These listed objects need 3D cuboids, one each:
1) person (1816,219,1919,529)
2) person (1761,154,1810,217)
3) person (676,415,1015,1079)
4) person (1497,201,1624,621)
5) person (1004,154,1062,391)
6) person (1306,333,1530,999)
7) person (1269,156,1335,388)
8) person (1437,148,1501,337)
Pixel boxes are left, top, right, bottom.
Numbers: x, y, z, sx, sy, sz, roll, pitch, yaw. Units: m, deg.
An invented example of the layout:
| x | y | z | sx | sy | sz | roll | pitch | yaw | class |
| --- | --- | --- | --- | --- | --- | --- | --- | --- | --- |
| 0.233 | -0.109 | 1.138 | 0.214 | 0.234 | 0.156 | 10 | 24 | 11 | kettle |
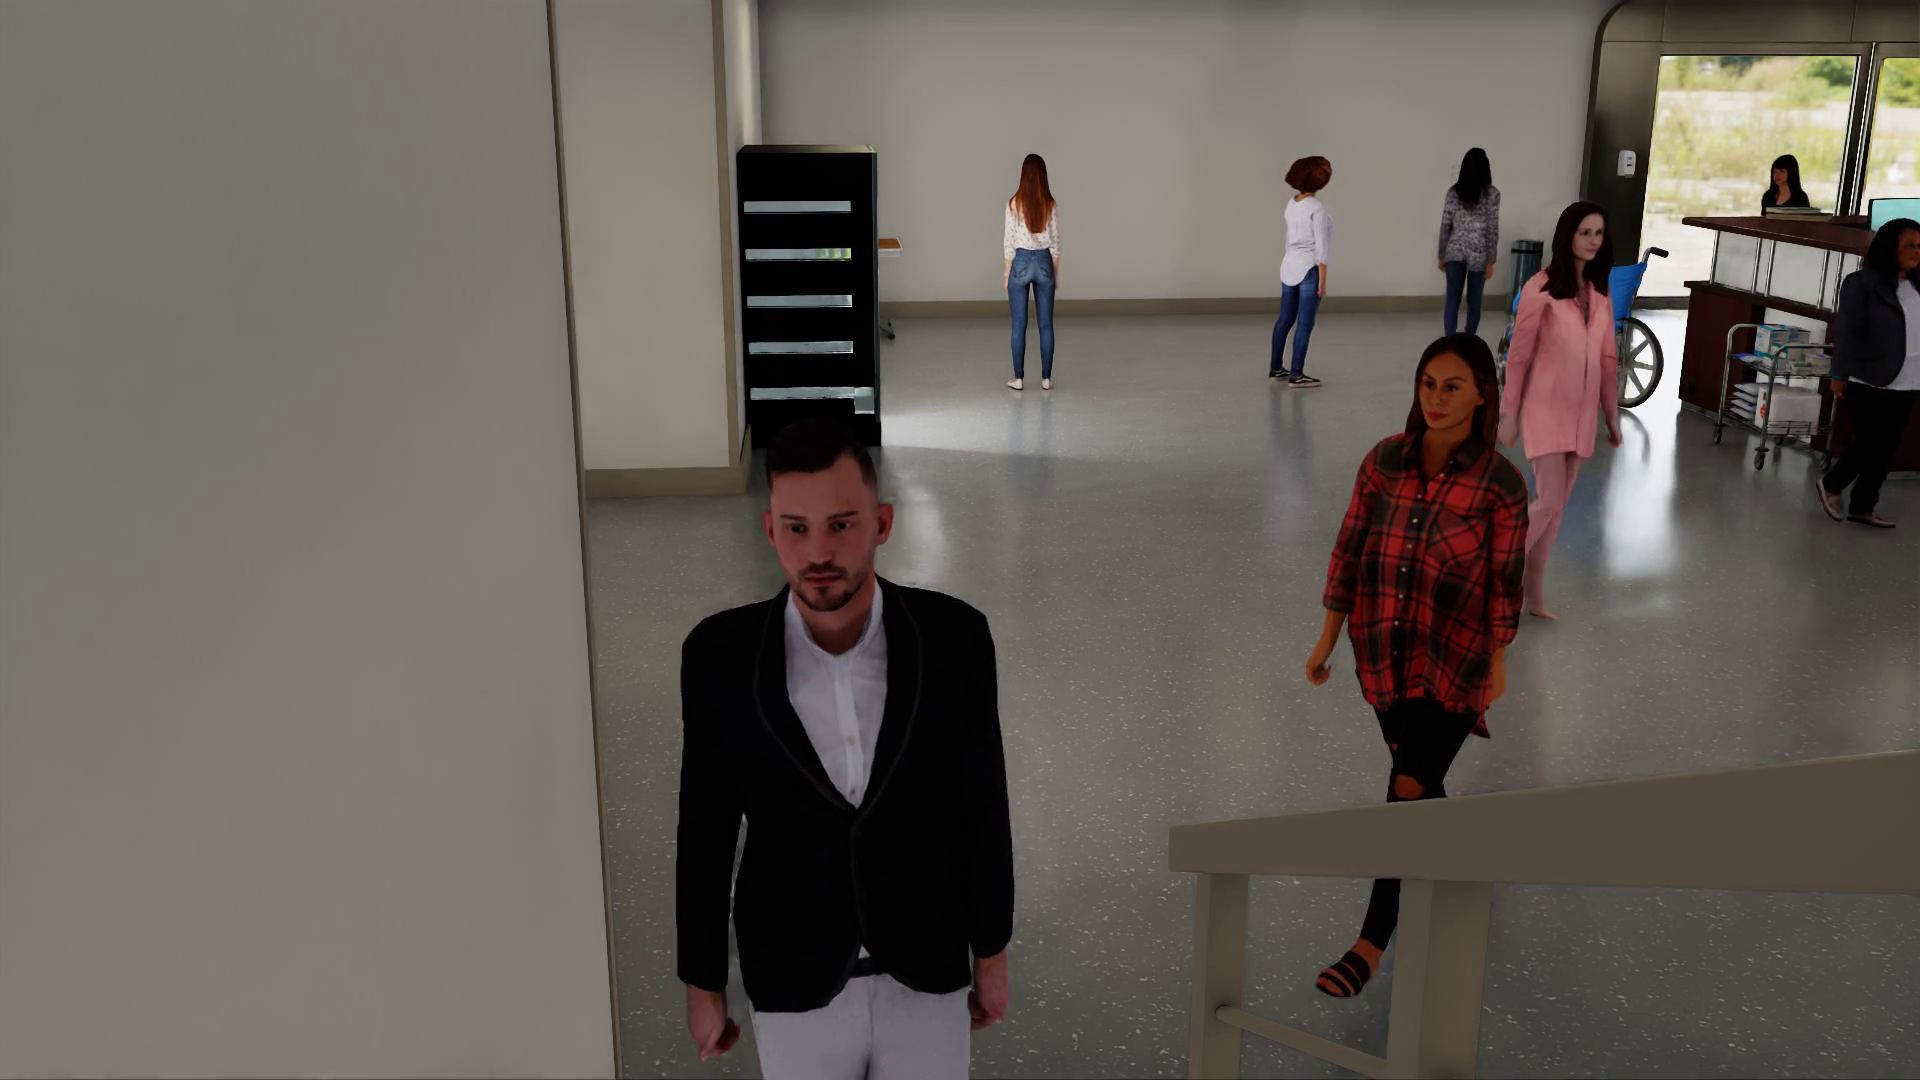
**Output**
| x | y | z | sx | sy | sz | roll | pitch | yaw | class |
| --- | --- | --- | --- | --- | --- | --- | --- | --- | --- |
| 4.689 | -0.849 | 8.580 | 0.779 | 1.586 | 0.813 | -6 | 17 | -22 | person |
| 7.017 | -2.444 | 14.158 | 0.913 | 1.629 | 0.894 | -13 | 21 | -39 | person |
| -0.169 | 0.676 | 2.727 | 0.692 | 1.828 | 0.648 | -1 | 16 | -2 | person |
| 2.505 | -0.546 | 7.132 | 0.697 | 1.789 | 0.685 | -6 | 17 | -22 | person |
| 0.535 | -1.988 | 12.359 | 0.581 | 1.729 | 0.500 | -2 | 16 | -7 | person |
| 1.228 | 0.314 | 4.331 | 1.075 | 1.653 | 1.082 | -14 | 21 | -41 | person |
| 2.567 | -2.031 | 12.553 | 0.760 | 1.706 | 0.624 | -6 | 17 | -20 | person |
| 4.015 | -2.214 | 13.238 | 0.997 | 1.687 | 1.254 | 7 | 17 | 22 | person |
